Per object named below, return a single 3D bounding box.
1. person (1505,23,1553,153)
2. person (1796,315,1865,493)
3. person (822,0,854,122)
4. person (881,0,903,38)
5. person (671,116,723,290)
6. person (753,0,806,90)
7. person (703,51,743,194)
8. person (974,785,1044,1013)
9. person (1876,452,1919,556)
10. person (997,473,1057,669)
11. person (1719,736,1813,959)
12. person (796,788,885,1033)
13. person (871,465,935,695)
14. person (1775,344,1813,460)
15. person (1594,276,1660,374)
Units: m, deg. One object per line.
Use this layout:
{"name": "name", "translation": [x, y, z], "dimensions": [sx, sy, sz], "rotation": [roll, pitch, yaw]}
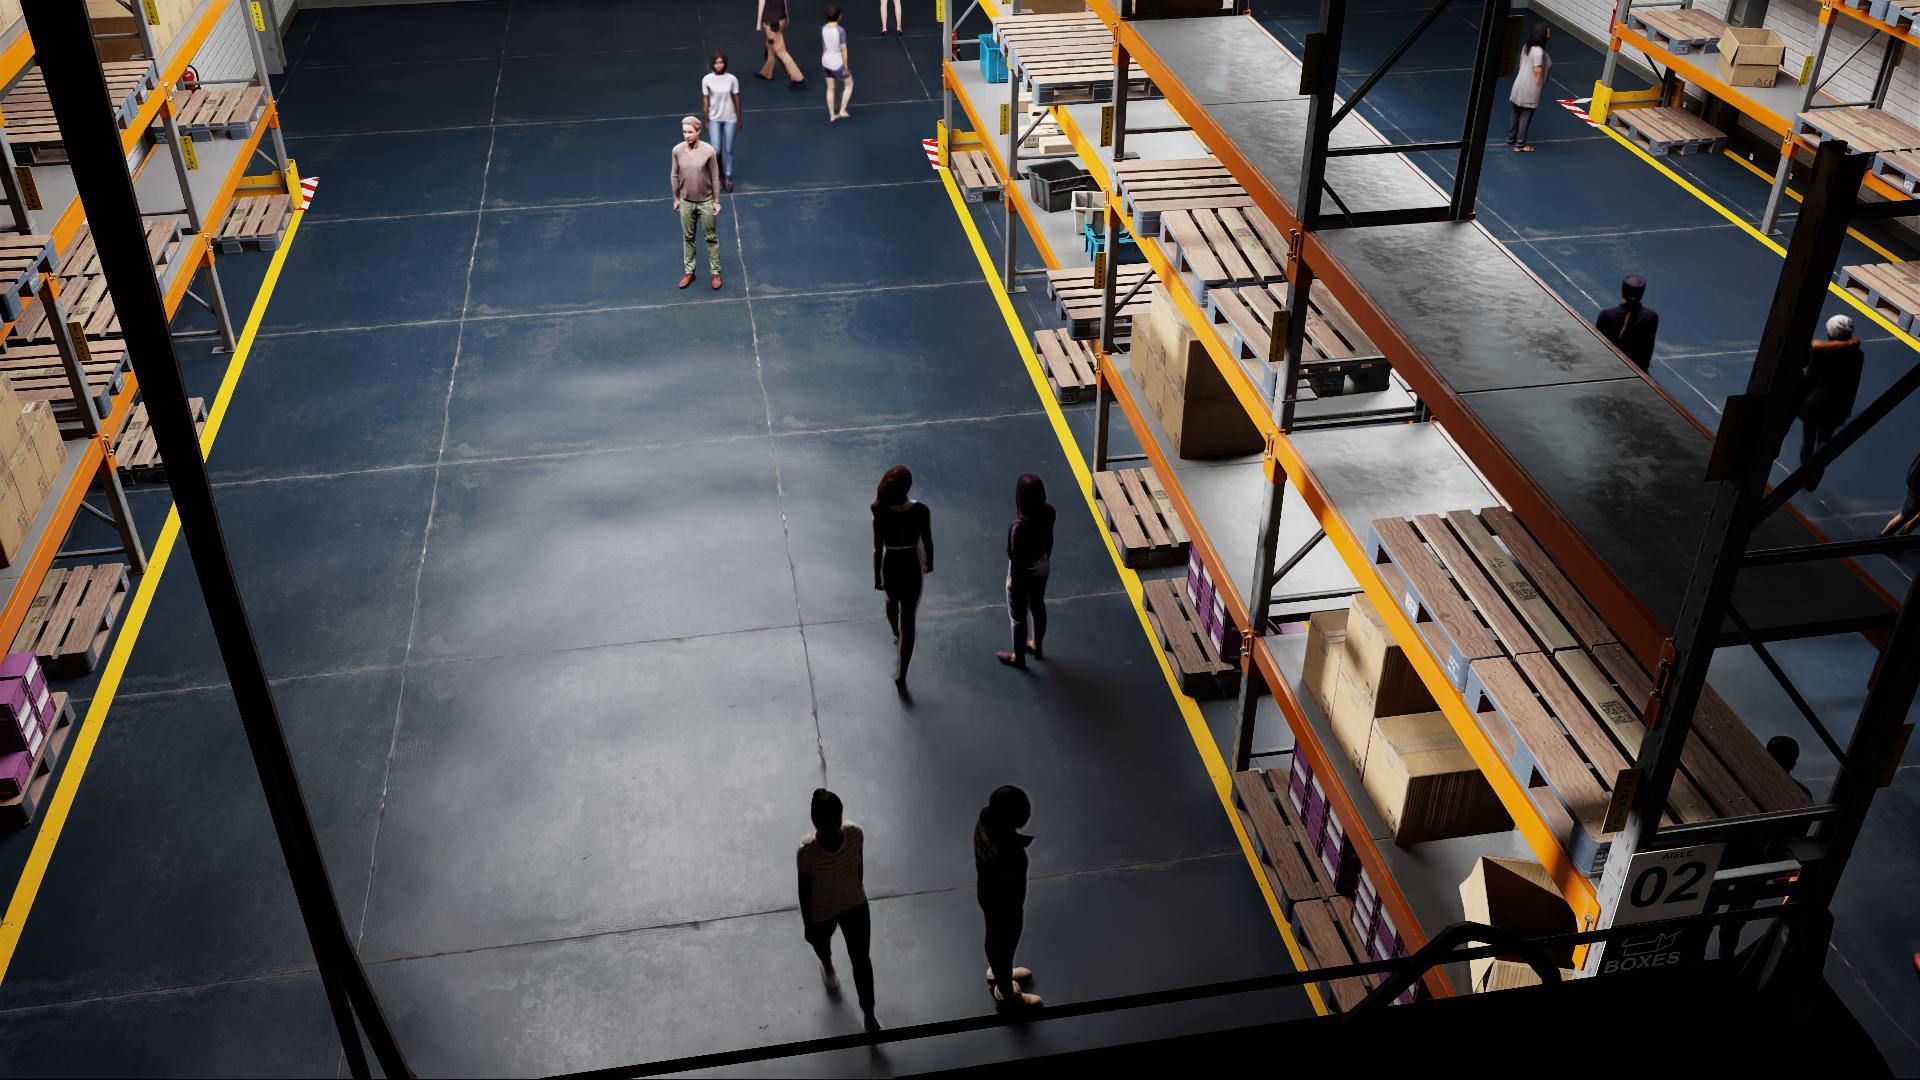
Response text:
{"name": "person", "translation": [7.281, -5.815, 21.309], "dimensions": [0.668, 1.611, 0.565], "rotation": [-6, 34, -8]}
{"name": "person", "translation": [7.404, -1.122, 14.247], "dimensions": [0.828, 1.613, 0.924], "rotation": [10, 35, 14]}
{"name": "person", "translation": [-1.697, -6.335, 22.140], "dimensions": [0.700, 1.555, 0.756], "rotation": [20, 38, 27]}
{"name": "person", "translation": [-1.073, -8.594, 25.292], "dimensions": [0.600, 1.829, 0.525], "rotation": [-2, 34, -3]}
{"name": "person", "translation": [-2.804, -3.618, 17.764], "dimensions": [0.742, 1.876, 0.704], "rotation": [4, 34, 6]}
{"name": "person", "translation": [-2.525, -7.228, 23.260], "dimensions": [1.201, 1.804, 1.223], "rotation": [15, 37, 22]}
{"name": "person", "translation": [-2.874, -5.075, 20.099], "dimensions": [0.603, 1.717, 0.620], "rotation": [-6, 34, -9]}
{"name": "person", "translation": [0.223, 2.051, 9.429], "dimensions": [0.664, 1.661, 0.602], "rotation": [8, 34, 12]}
{"name": "person", "translation": [7.760, -0.481, 13.460], "dimensions": [0.787, 1.416, 0.728], "rotation": [13, 36, 19]}
{"name": "person", "translation": [0.496, 0.224, 12.228], "dimensions": [0.724, 1.605, 0.682], "rotation": [25, 41, 32]}
{"name": "person", "translation": [4.592, 1.823, 9.712], "dimensions": [0.713, 1.726, 0.722], "rotation": [14, 36, 20]}
{"name": "person", "translation": [-0.760, 2.027, 9.514], "dimensions": [0.764, 1.607, 1.078], "rotation": [-15, 36, -21]}
{"name": "person", "translation": [-0.411, 0.329, 11.933], "dimensions": [0.675, 1.756, 1.115], "rotation": [-2, 34, -4]}
{"name": "person", "translation": [6.746, -0.907, 13.839], "dimensions": [0.690, 1.706, 0.661], "rotation": [27, 42, 34]}
{"name": "person", "translation": [5.848, -1.503, 14.773], "dimensions": [0.808, 1.665, 0.791], "rotation": [5, 34, 8]}
